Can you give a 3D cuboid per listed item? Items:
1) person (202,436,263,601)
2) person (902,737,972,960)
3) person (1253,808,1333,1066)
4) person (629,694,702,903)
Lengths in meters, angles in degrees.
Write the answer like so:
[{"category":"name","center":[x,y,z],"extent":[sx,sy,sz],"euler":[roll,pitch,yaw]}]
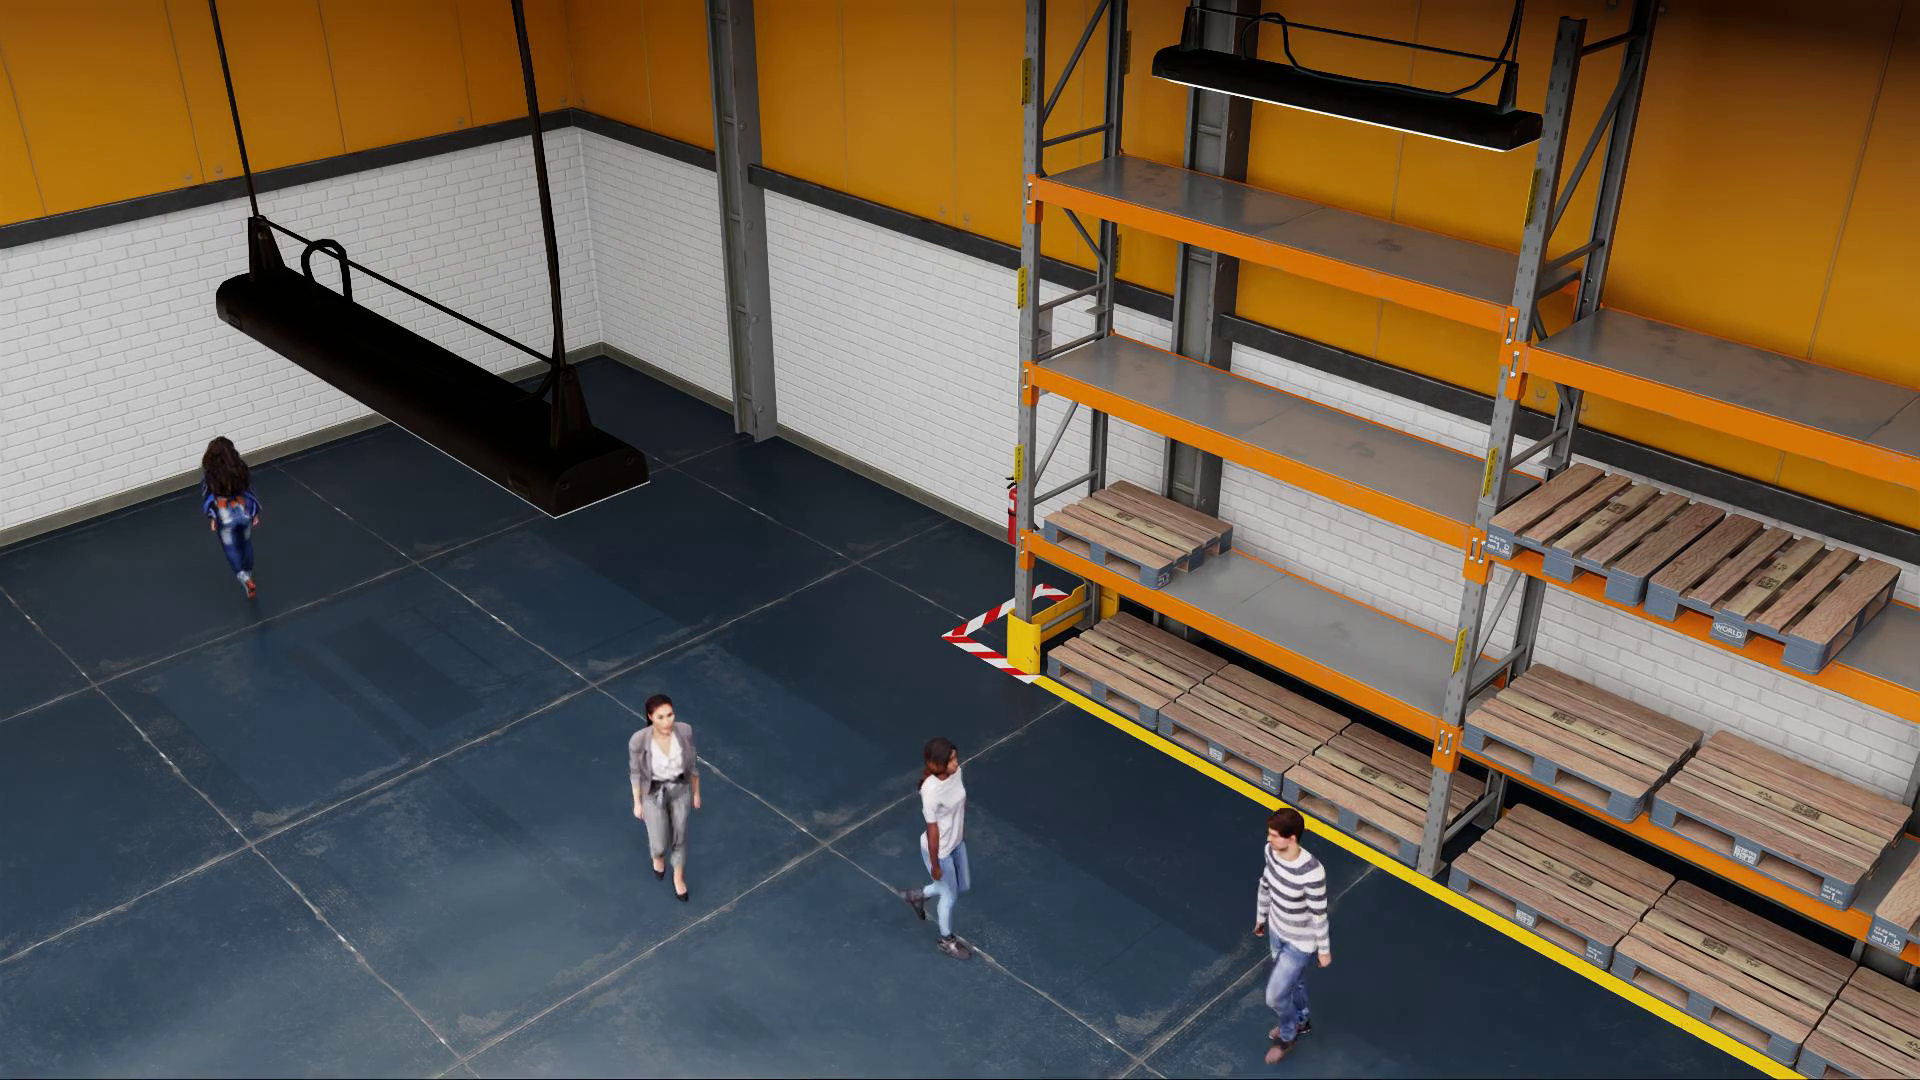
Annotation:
[{"category":"person","center":[-6.541,-0.156,15.005],"extent":[0.747,1.605,0.952],"euler":[-16,33,-27]},{"category":"person","center":[-0.167,2.009,10.930],"extent":[0.871,1.707,0.705],"euler":[15,32,26]},{"category":"person","center":[2.114,2.376,10.141],"extent":[0.854,1.818,0.778],"euler":[-14,31,-23]},{"category":"person","center":[-2.048,1.736,11.471],"extent":[0.730,1.668,0.762],"euler":[-13,31,-22]}]
